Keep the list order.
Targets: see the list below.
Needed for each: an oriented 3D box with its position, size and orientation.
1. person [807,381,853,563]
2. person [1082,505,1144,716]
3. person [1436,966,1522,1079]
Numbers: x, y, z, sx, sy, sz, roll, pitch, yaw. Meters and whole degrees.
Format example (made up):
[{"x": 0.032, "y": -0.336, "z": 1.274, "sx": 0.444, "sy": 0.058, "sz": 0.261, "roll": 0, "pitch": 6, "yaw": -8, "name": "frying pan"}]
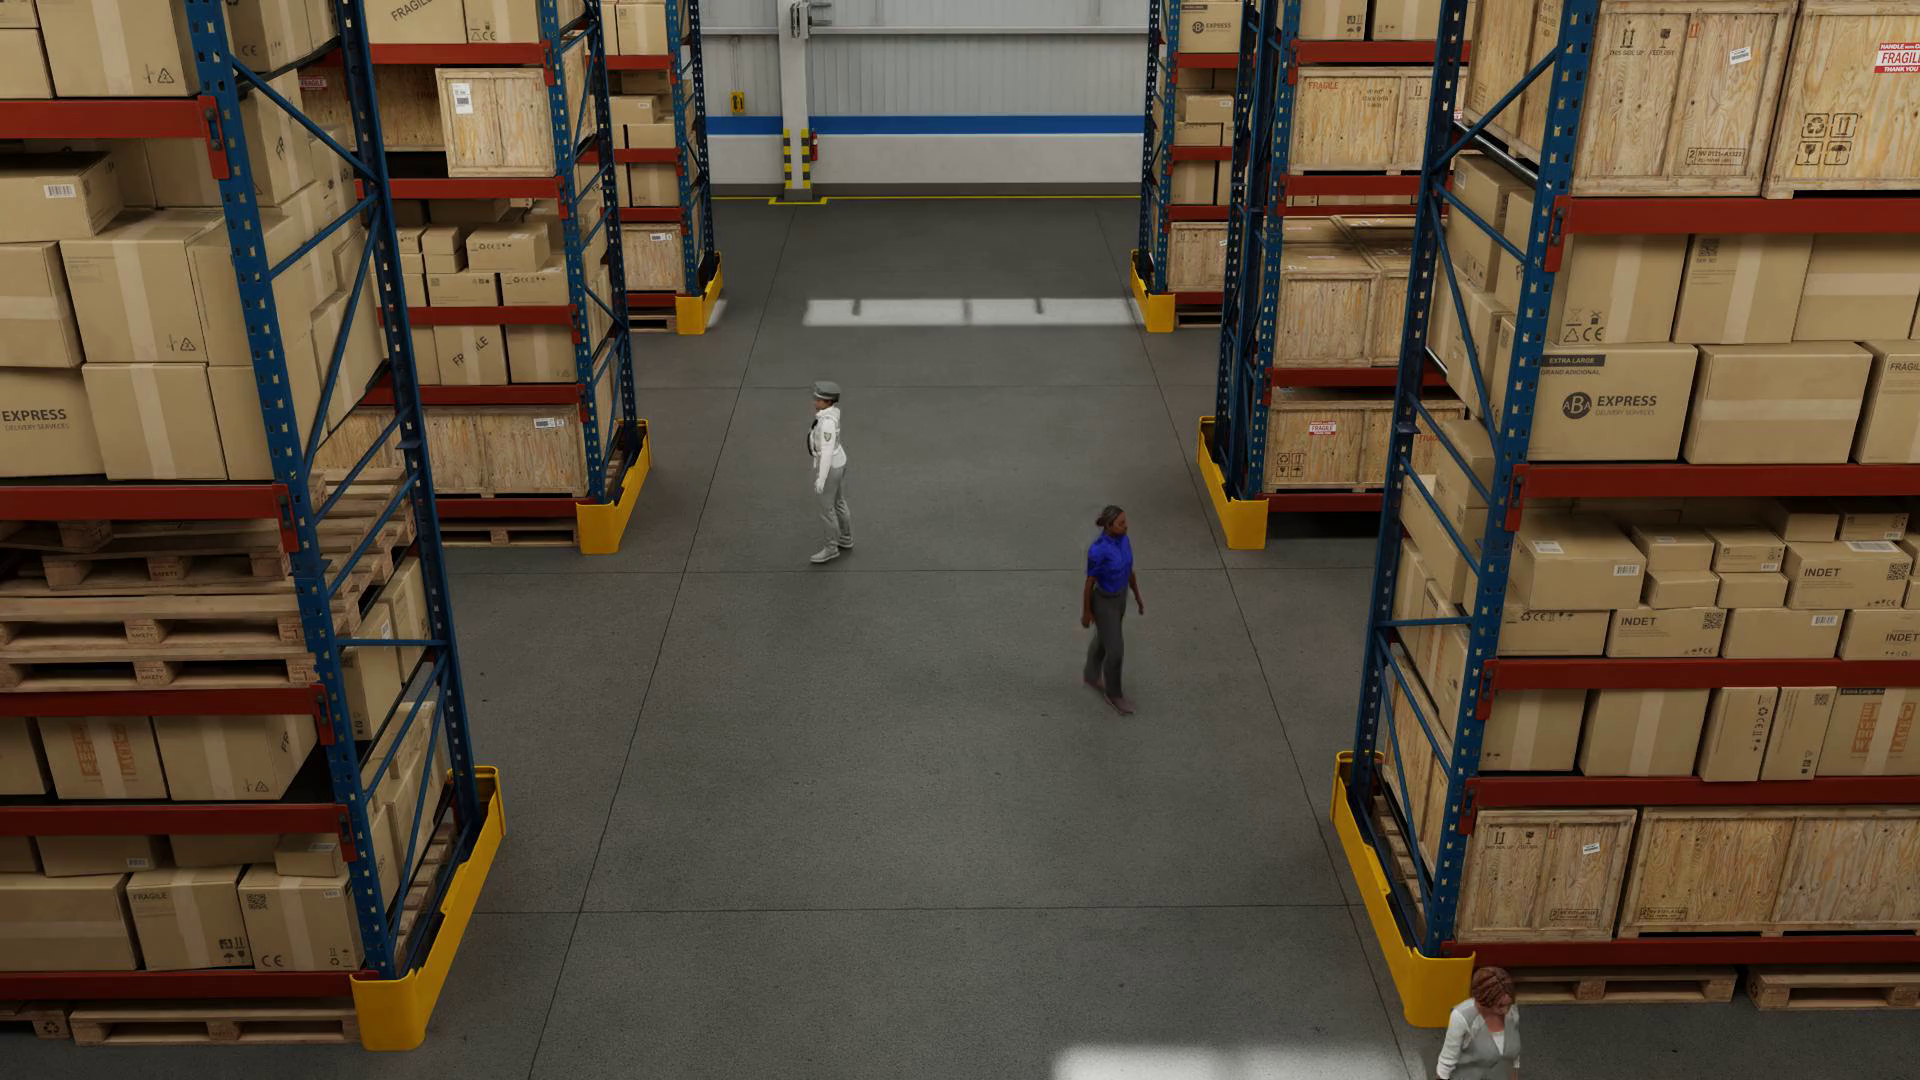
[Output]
[{"x": -1.204, "y": -0.645, "z": 15.307, "sx": 0.352, "sy": 1.681, "sz": 0.547, "roll": 2, "pitch": 25, "yaw": 5, "name": "person"}, {"x": 1.201, "y": 0.505, "z": 12.902, "sx": 0.575, "sy": 1.666, "sz": 0.475, "roll": 16, "pitch": 29, "yaw": 30, "name": "person"}, {"x": 2.543, "y": 2.716, "z": 8.253, "sx": 0.456, "sy": 1.593, "sz": 0.444, "roll": -8, "pitch": 26, "yaw": -16, "name": "person"}]
